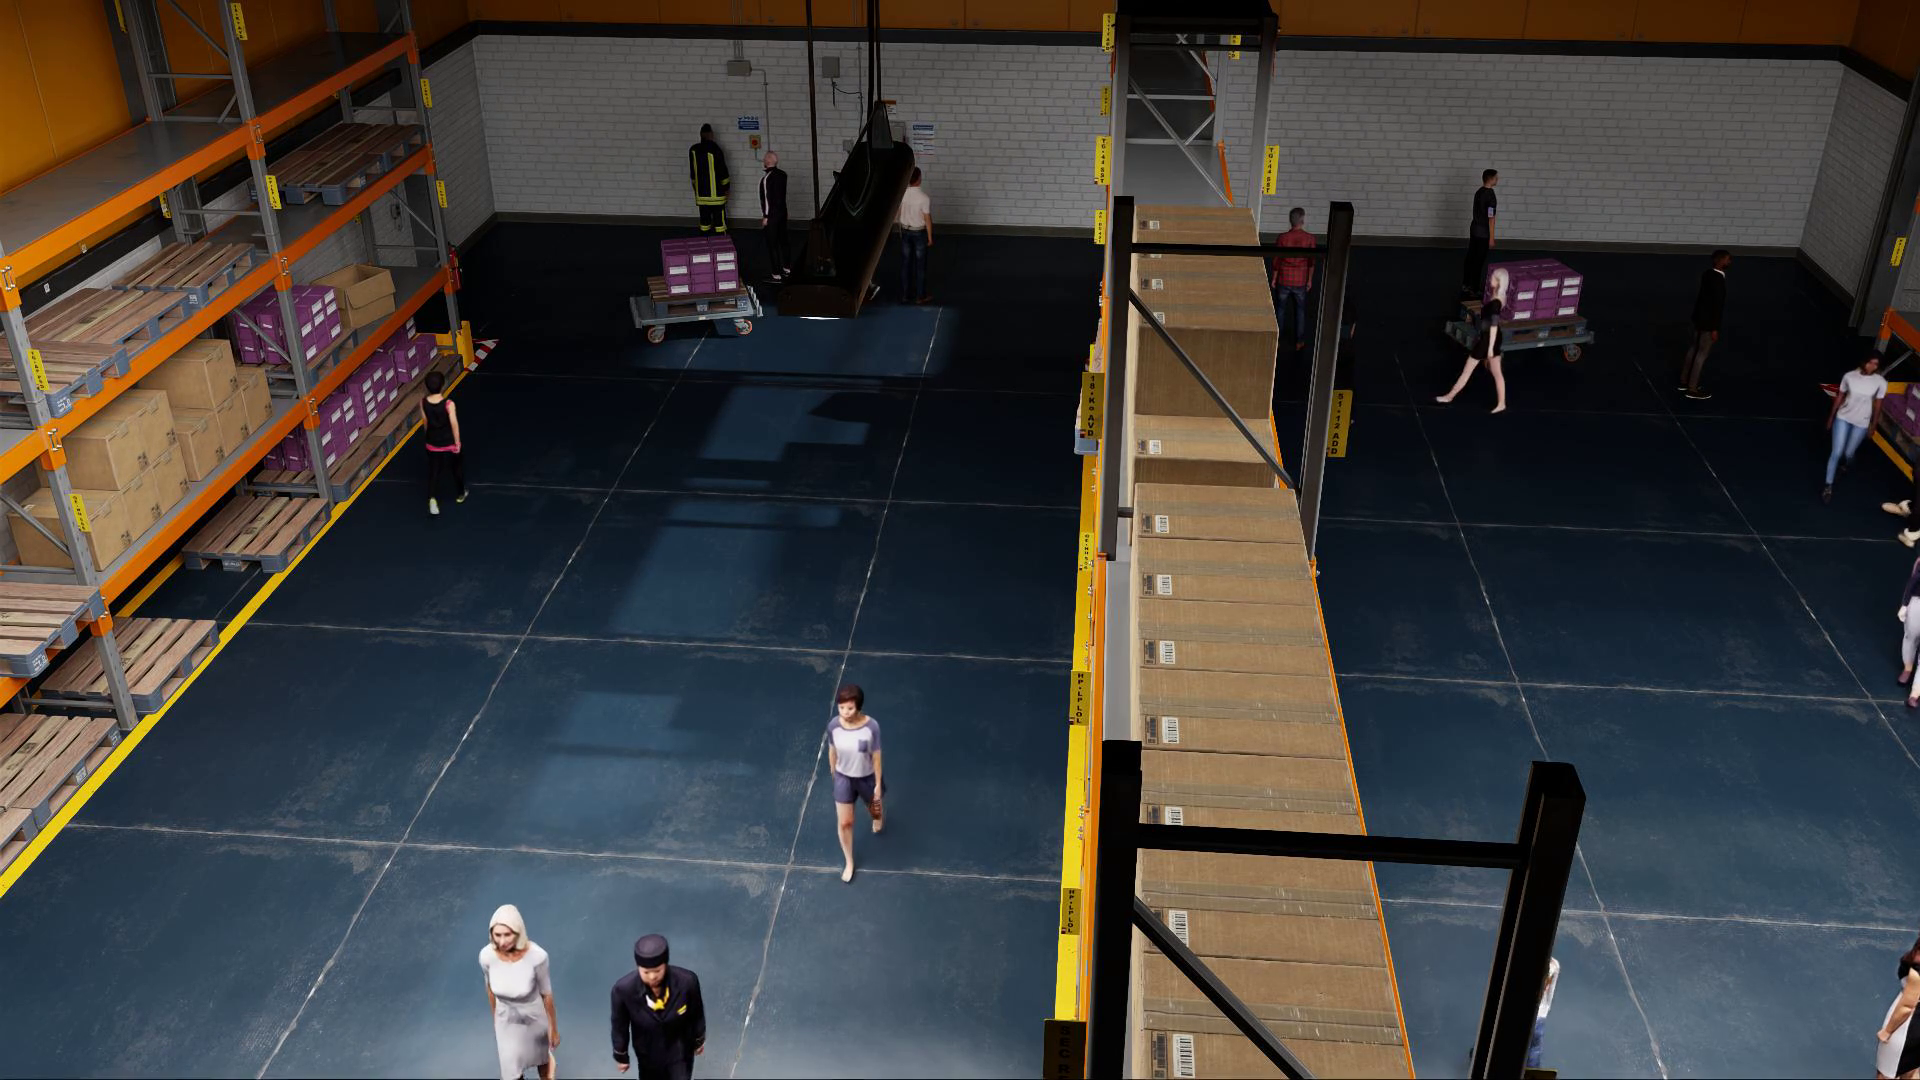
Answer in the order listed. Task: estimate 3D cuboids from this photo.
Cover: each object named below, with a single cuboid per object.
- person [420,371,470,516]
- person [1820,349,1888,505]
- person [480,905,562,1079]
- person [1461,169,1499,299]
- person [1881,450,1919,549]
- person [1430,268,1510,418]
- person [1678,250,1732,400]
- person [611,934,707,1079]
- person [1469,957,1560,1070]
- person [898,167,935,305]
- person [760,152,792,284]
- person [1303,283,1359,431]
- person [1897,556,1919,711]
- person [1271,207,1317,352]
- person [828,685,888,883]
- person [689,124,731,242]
[{"bbox_3d":[-5.372,-0.998,17.160,0.570,1.534,0.931,1,29,2],"label":"person"},{"bbox_3d":[9.359,-1.241,17.443,0.894,1.689,1.104,18,33,29],"label":"person"},{"bbox_3d":[-2.600,2.808,9.970,0.610,1.737,0.616,-2,29,-4],"label":"person"},{"bbox_3d":[7.153,-4.219,22.824,0.748,1.765,0.580,-5,29,-9],"label":"person"},{"bbox_3d":[9.659,-0.788,16.660,0.717,1.645,0.971,-5,29,-8],"label":"person"},{"bbox_3d":[6.200,-2.241,19.169,0.947,1.793,1.119,15,32,25],"label":"person"},{"bbox_3d":[8.881,-2.583,19.790,0.721,1.799,0.498,1,29,2],"label":"person"},{"bbox_3d":[-1.741,2.958,9.791,0.852,1.645,1.096,-4,29,-7],"label":"person"},{"bbox_3d":[3.378,2.949,9.943,0.579,1.516,1.106,0,29,0],"label":"person"},{"bbox_3d":[-0.633,-4.149,22.605,0.745,1.851,0.721,16,32,27],"label":"person"},{"bbox_3d":[-2.582,-4.537,23.332,0.802,1.837,0.646,13,31,22],"label":"person"},{"bbox_3d":[4.379,-2.043,18.913,0.961,1.691,1.162,-14,32,-24],"label":"person"},{"bbox_3d":[8.254,0.609,14.182,0.929,1.565,1.123,18,34,30],"label":"person"},{"bbox_3d":[4.210,-3.308,21.089,0.692,1.828,0.542,3,29,6],"label":"person"},{"bbox_3d":[-0.734,1.701,12.203,0.566,1.544,0.898,3,29,6],"label":"person"},{"bbox_3d":[-3.704,-5.256,24.624,0.825,1.862,0.780,9,30,16],"label":"person"}]
